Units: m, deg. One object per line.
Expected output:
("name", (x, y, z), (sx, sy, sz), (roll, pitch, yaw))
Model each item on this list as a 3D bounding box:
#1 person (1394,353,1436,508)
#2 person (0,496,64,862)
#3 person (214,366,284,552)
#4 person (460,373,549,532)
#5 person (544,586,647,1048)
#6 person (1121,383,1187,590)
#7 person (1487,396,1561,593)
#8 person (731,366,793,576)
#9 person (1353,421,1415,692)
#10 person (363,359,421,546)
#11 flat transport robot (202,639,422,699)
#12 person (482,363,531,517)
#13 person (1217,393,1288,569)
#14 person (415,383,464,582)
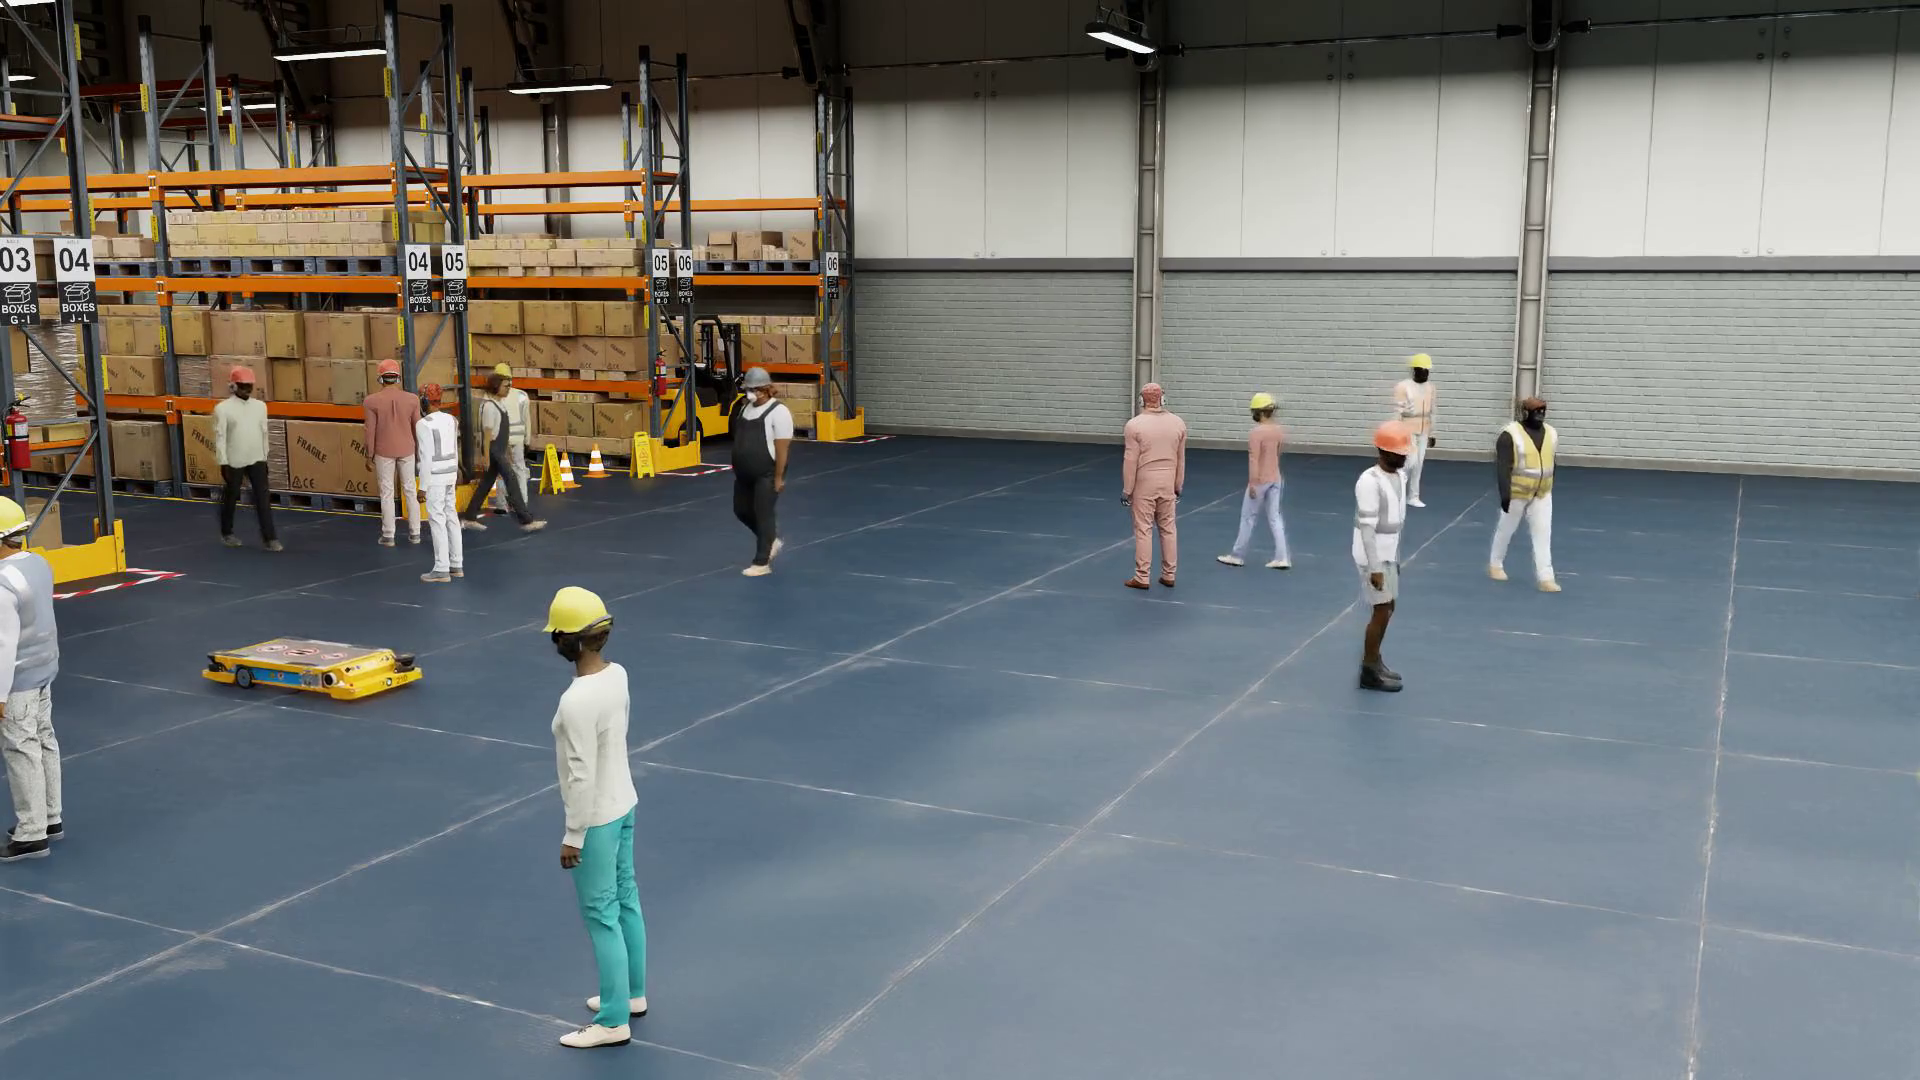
("person", (5.638, -1.348, 20.552), (0.614, 1.913, 0.411), (-5, 10, -26))
("person", (-4.751, 0.686, 8.345), (0.403, 1.833, 0.586), (-2, 9, -10))
("person", (-7.540, -0.855, 17.487), (1.022, 1.949, 0.621), (8, 12, 39))
("person", (-5.171, -0.968, 18.601), (0.986, 1.798, 0.520), (-1, 9, -5))
("person", (-1.405, 1.047, 6.336), (0.326, 1.765, 0.530), (1, 9, 7))
("person", (1.766, -0.496, 15.374), (0.646, 1.904, 0.401), (-4, 10, -24))
("person", (5.247, -0.451, 15.458), (0.643, 1.793, 0.970), (-2, 10, -13))
("person", (-1.925, -0.688, 16.130), (0.687, 2.000, 0.629), (8, 12, 40))
("person", (2.958, 0.118, 11.607), (0.469, 1.892, 0.551), (8, 12, 40))
("person", (-6.056, -0.935, 17.781), (0.614, 1.993, 0.395), (-6, 11, -33))
("flat transport robot", (-4.613, 0.896, 11.829), (1.431, 0.197, 0.652), (4, 10, 24))
("person", (-5.415, -1.192, 19.856), (0.599, 1.830, 0.404), (-7, 11, -36))
("person", (2.948, -0.580, 16.393), (0.547, 1.728, 0.747), (-9, 13, -43))
("person", (-4.939, -0.545, 15.732), (0.337, 1.882, 0.583), (3, 10, 15))
